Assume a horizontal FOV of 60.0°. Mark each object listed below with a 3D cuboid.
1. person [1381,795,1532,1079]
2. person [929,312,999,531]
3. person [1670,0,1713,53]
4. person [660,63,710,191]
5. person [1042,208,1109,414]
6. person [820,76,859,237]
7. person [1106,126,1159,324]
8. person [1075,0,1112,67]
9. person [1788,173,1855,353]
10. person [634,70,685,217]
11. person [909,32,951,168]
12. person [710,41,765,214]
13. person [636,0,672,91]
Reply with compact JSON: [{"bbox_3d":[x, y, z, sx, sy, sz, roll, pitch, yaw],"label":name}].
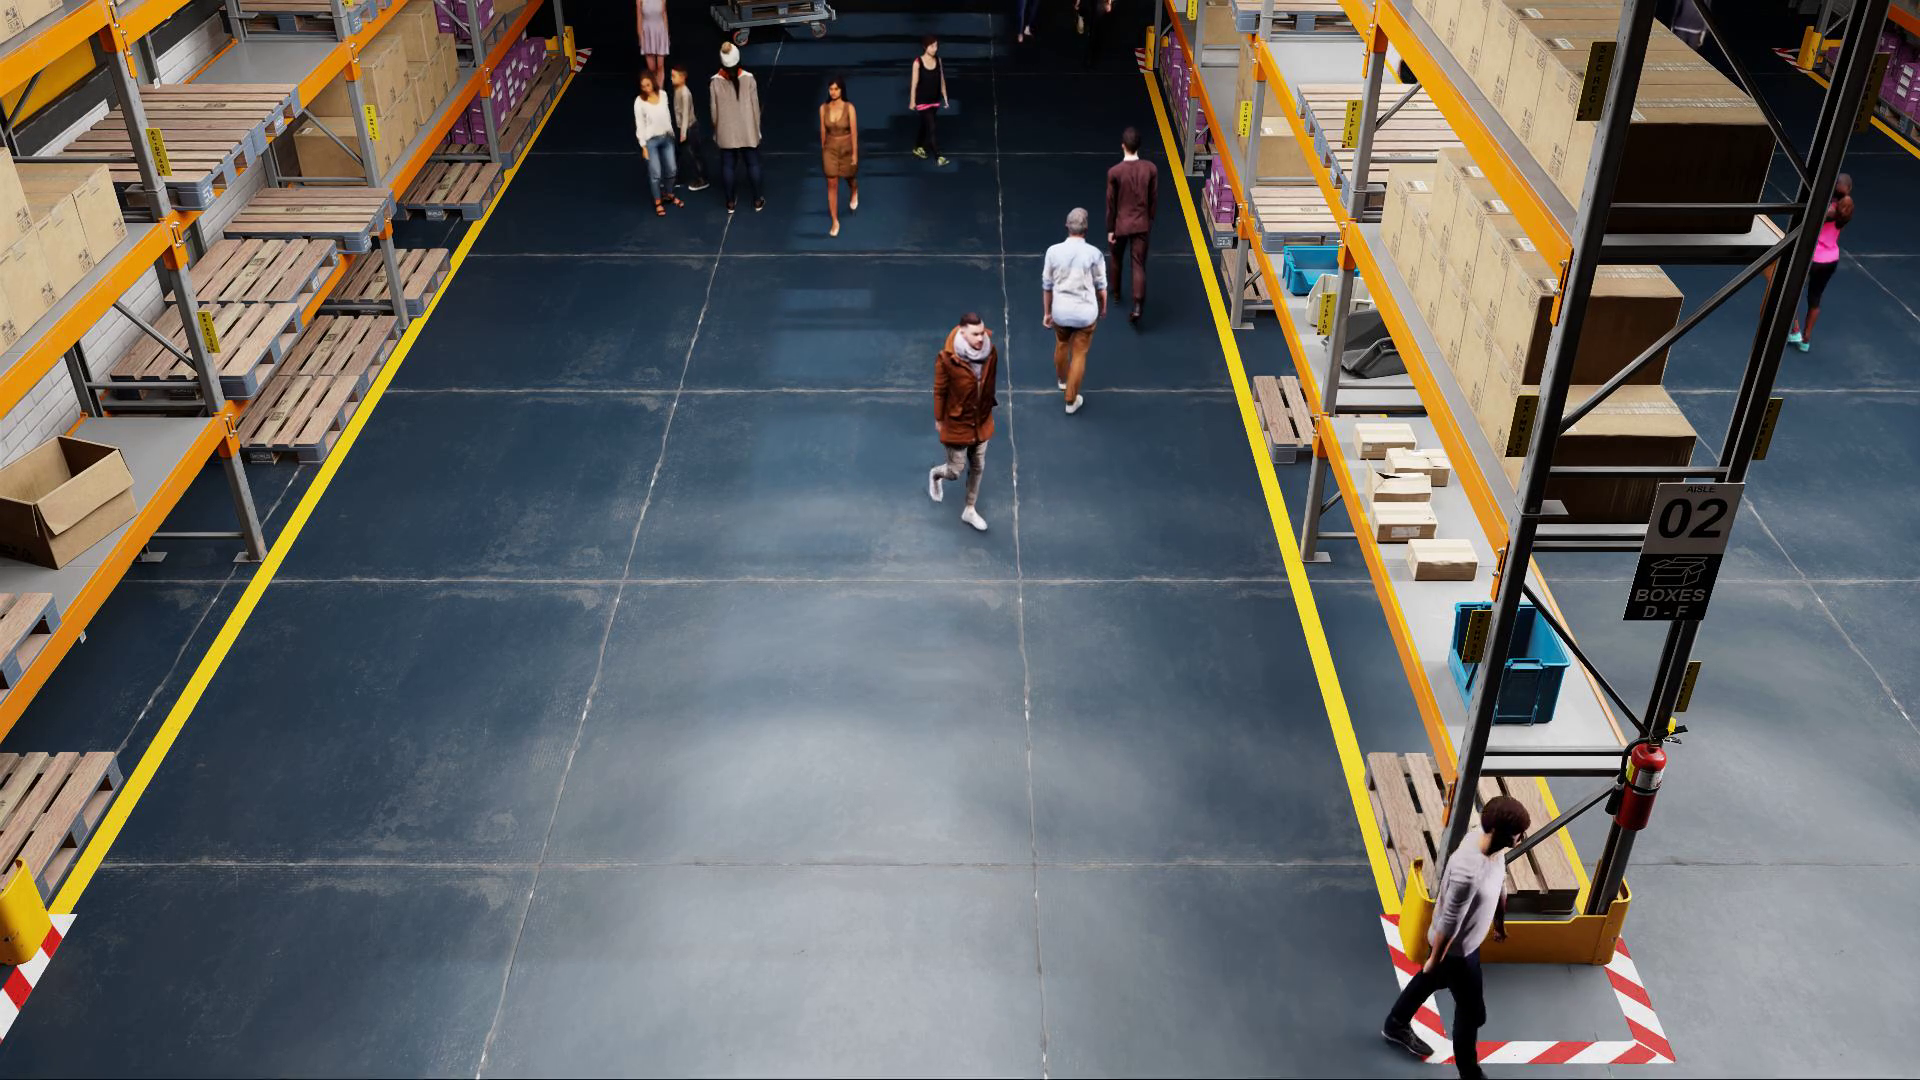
[{"bbox_3d":[2.440,1.973,8.442,1.052,1.811,1.056,21,39,28],"label":"person"},{"bbox_3d":[0.010,-0.952,12.834,0.942,1.820,1.038,-18,37,-24],"label":"person"},{"bbox_3d":[9.233,-6.416,21.115,0.813,1.754,1.056,13,36,18],"label":"person"},{"bbox_3d":[-3.012,-4.653,18.739,0.850,1.448,0.834,-18,38,-25],"label":"person"},{"bbox_3d":[0.976,-1.934,14.327,0.885,1.802,1.017,12,35,17],"label":"person"},{"bbox_3d":[-1.256,-4.145,17.790,0.660,1.653,1.111,4,34,6],"label":"person"},{"bbox_3d":[1.645,-2.970,15.846,0.718,1.846,1.210,-2,34,-3],"label":"person"},{"bbox_3d":[1.874,-7.346,22.657,0.894,1.595,1.120,16,37,22],"label":"person"},{"bbox_3d":[7.945,-2.510,15.276,0.621,1.711,0.650,-7,34,-10],"label":"person"},{"bbox_3d":[-3.306,-4.328,18.070,0.851,1.648,0.809,22,39,29],"label":"person"},{"bbox_3d":[-0.425,-5.164,19.446,0.946,1.516,1.052,-24,41,-32],"label":"person"},{"bbox_3d":[-2.438,-4.493,18.096,0.712,1.892,0.658,-2,34,-3],"label":"person"},{"bbox_3d":[-3.875,-6.323,20.970,0.695,1.758,0.789,-11,35,-16],"label":"person"}]
